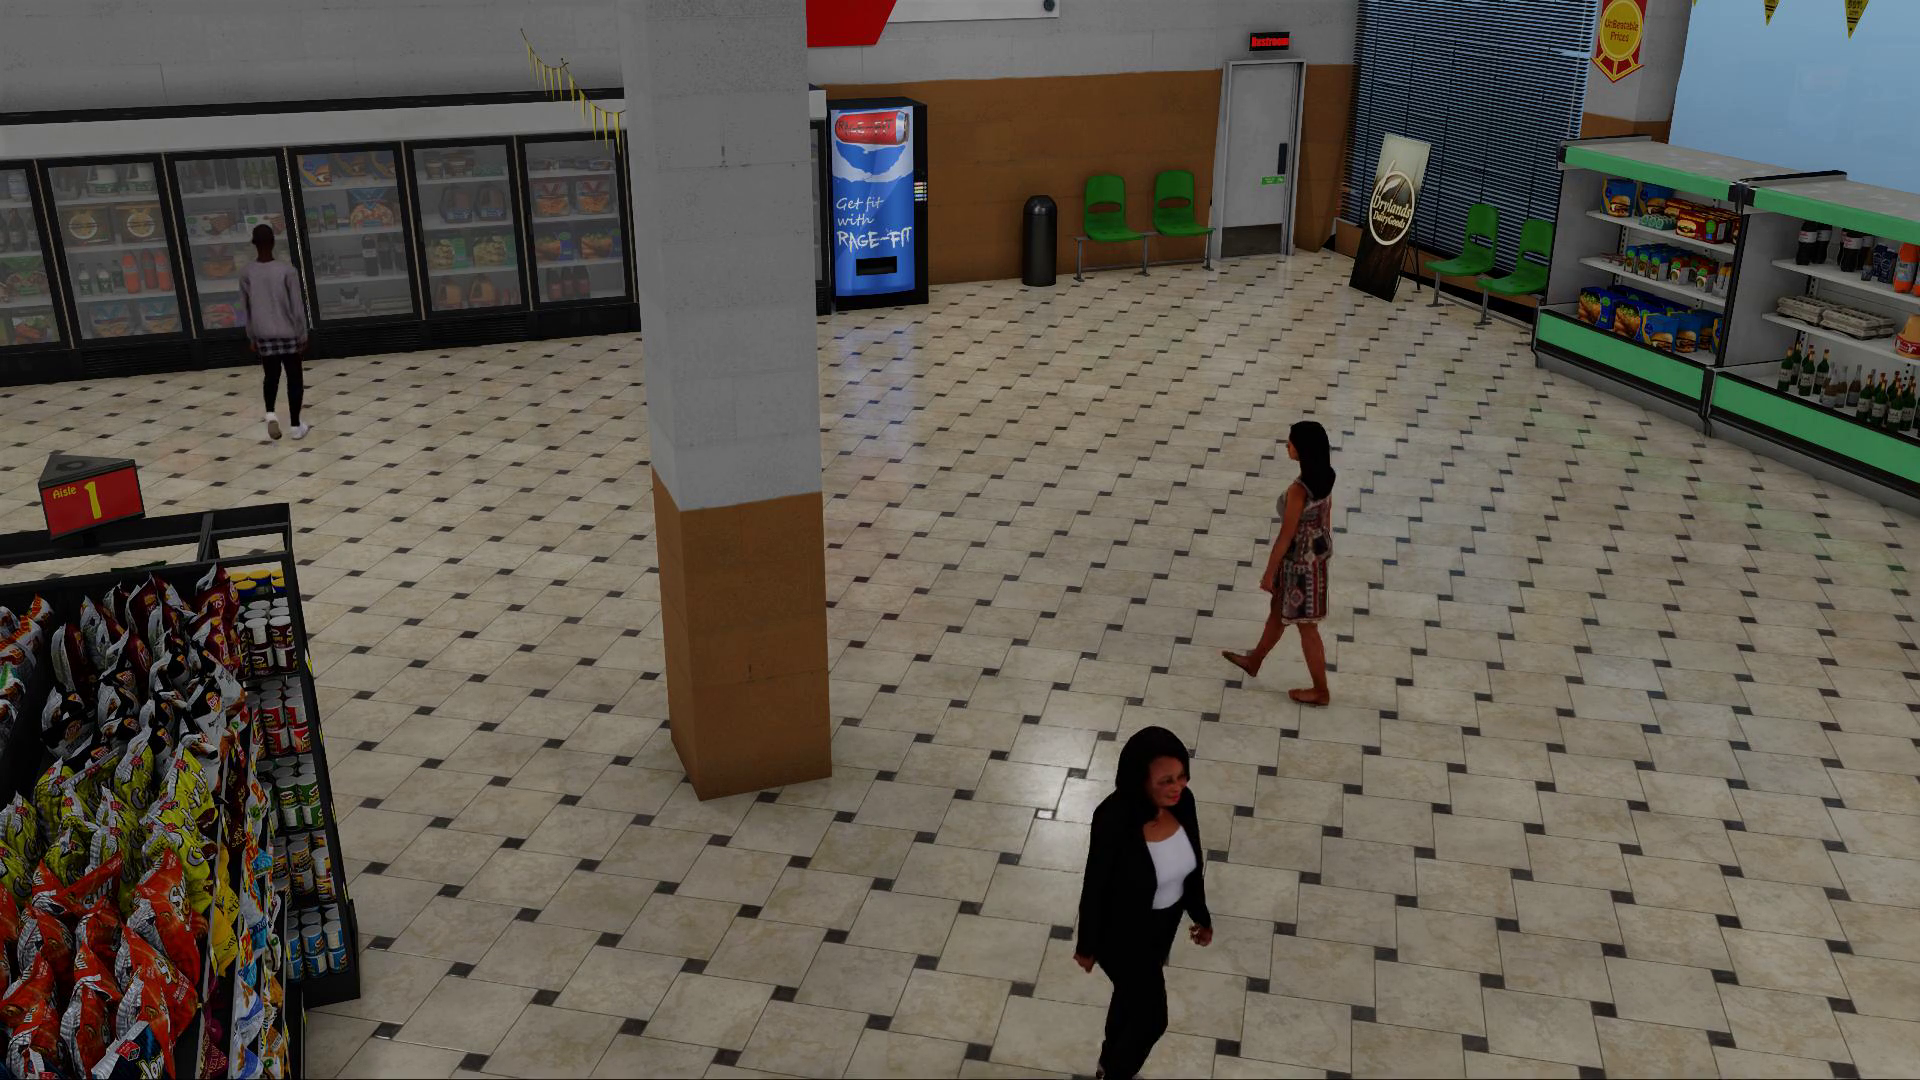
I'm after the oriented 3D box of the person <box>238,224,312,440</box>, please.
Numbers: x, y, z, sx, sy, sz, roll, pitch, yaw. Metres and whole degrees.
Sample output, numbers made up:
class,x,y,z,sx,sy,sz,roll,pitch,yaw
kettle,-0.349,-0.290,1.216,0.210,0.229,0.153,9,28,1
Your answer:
class,x,y,z,sx,sy,sz,roll,pitch,yaw
person,-5.448,-1.609,13.237,0.744,1.759,0.930,-2,22,-6

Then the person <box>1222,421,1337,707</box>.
class,x,y,z,sx,sy,sz,roll,pitch,yaw
person,1.929,0.156,9.028,1.054,1.622,0.963,13,25,30

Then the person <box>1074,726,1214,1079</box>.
class,x,y,z,sx,sy,sz,roll,pitch,yaw
person,0.572,1.363,6.055,0.797,1.599,0.771,18,28,37
